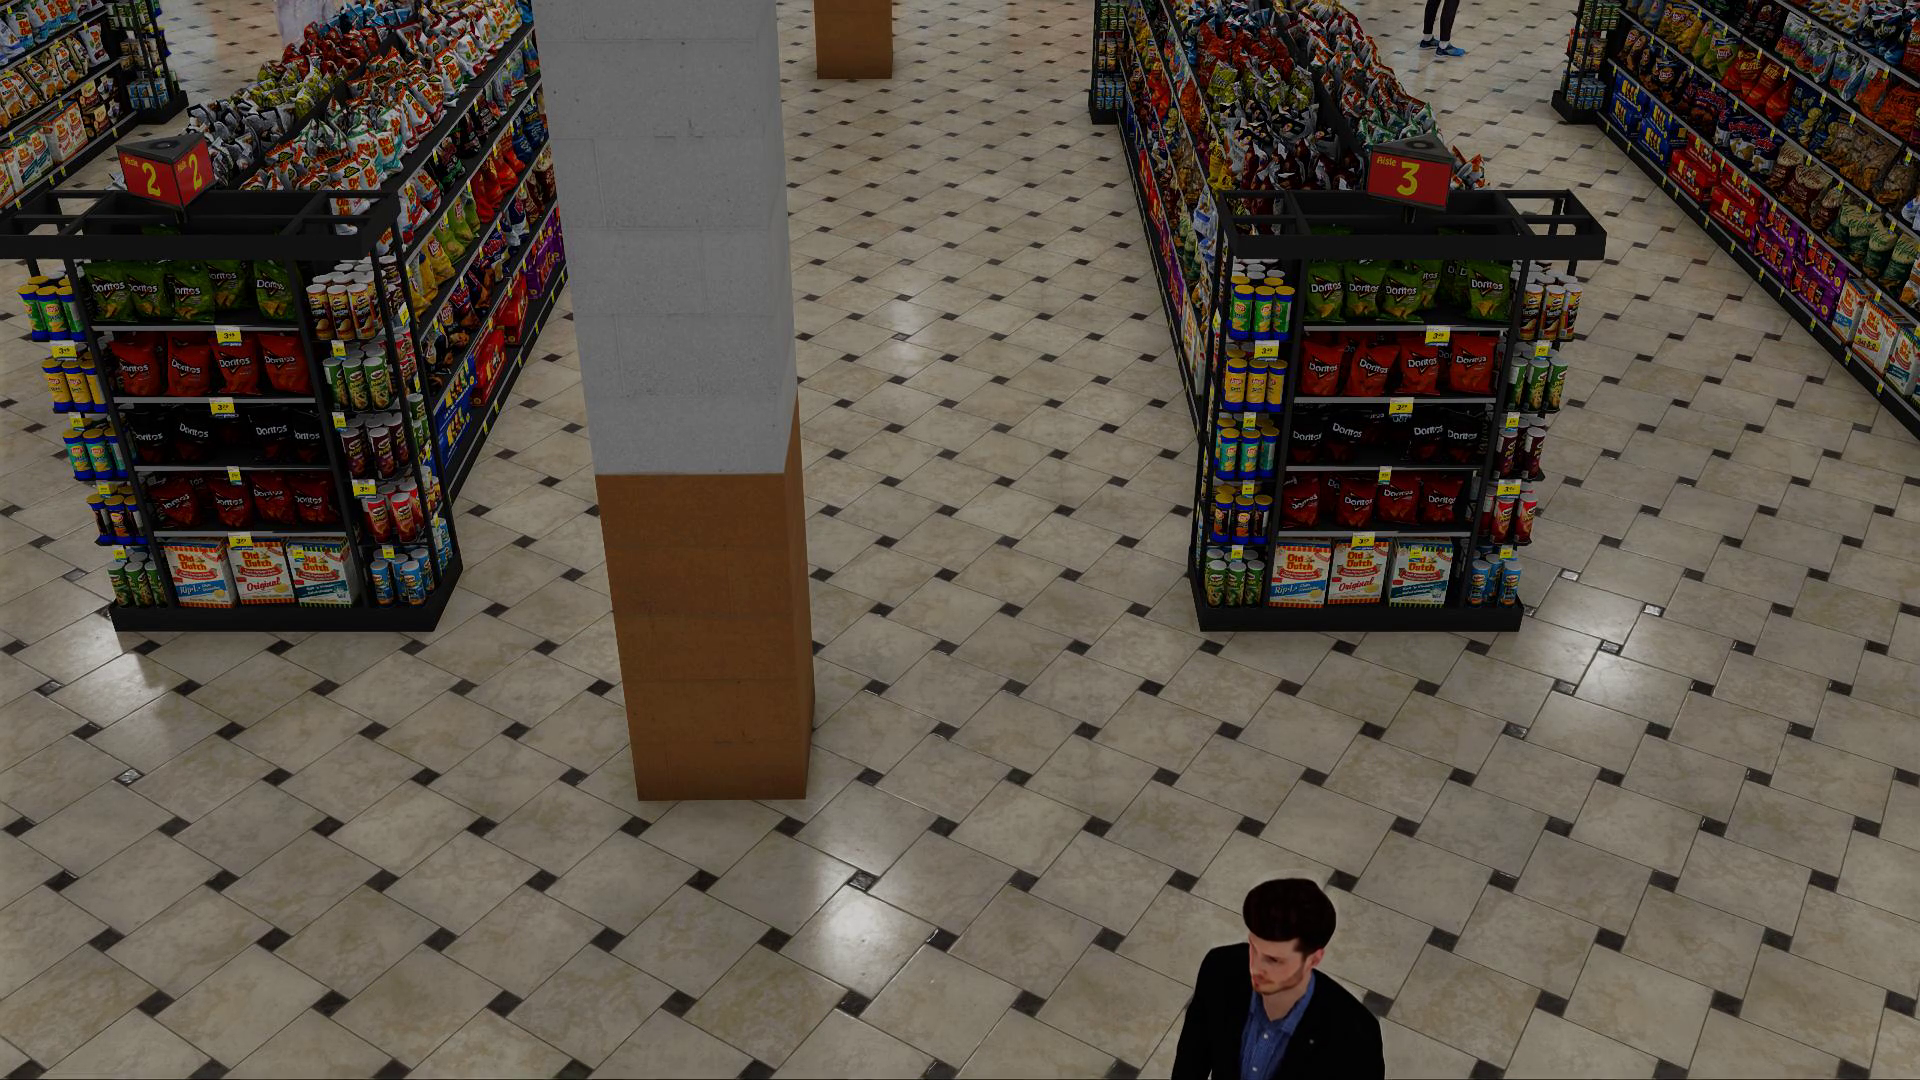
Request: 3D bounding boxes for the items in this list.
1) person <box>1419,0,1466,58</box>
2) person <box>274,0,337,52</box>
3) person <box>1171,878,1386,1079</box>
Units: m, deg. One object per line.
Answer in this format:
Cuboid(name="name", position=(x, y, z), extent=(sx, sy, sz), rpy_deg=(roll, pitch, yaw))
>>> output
Cuboid(name="person", position=(4.689, -5.570, 15.845), extent=(0.824, 1.828, 0.635), rpy_deg=(-10, 33, -16))
Cuboid(name="person", position=(-4.907, -3.635, 12.762), extent=(0.718, 1.800, 1.098), rpy_deg=(3, 32, 5))
Cuboid(name="person", position=(0.787, 1.581, 4.294), extent=(0.786, 1.891, 0.815), rpy_deg=(22, 38, 31))
